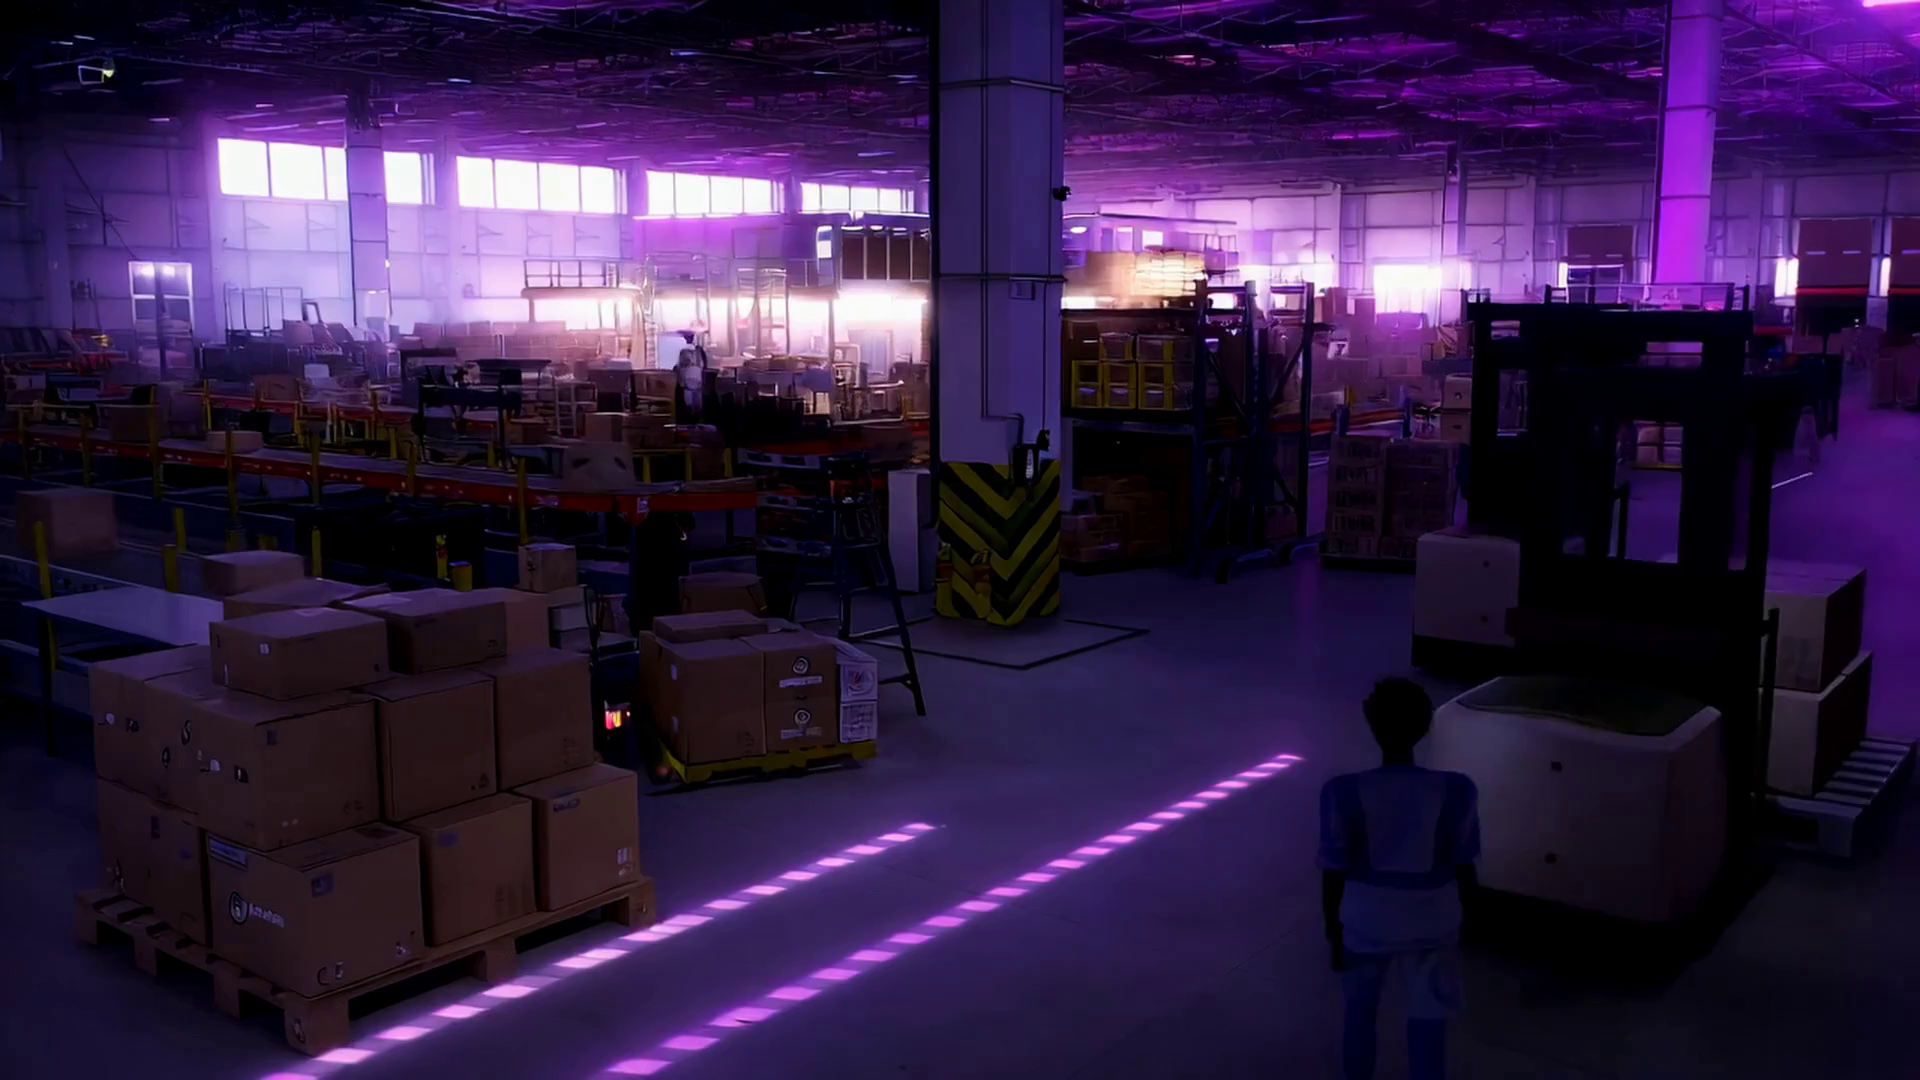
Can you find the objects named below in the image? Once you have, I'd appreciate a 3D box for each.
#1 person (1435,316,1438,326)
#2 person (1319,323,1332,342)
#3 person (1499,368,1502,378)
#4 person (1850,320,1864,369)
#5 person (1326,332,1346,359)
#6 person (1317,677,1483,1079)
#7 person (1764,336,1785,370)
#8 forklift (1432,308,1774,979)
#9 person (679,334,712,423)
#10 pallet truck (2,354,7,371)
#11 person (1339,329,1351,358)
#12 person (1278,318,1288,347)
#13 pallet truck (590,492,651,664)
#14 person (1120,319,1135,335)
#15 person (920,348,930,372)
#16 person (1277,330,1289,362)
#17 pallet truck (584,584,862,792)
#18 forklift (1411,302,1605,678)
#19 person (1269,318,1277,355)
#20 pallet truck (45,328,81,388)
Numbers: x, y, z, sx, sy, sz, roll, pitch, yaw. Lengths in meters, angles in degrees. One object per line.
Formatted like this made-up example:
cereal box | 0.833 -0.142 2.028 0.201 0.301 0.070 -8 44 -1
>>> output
person | 22.998 -9.874 80.124 0.976 1.789 0.640 -3 9 -18
person | 13.105 -6.815 59.387 0.965 1.815 0.557 -7 11 -39
person | 13.164 -3.954 40.153 0.607 1.806 0.598 -8 11 -42
person | 34.483 -7.501 63.808 0.601 1.879 0.600 -7 11 -39
person | 9.805 -4.521 43.709 0.498 1.886 0.652 -3 9 -18
person | 1.426 1.272 5.405 0.531 1.662 0.838 2 9 10
person | 20.536 -4.199 41.777 0.962 1.821 0.540 -3 9 -18
forklift | 3.020 0.333 7.653 1.129 2.768 1.873 6 11 37
person | -5.980 -3.623 37.386 0.622 1.986 1.091 -6 10 -33
pallet truck | -24.881 -4.417 42.634 1.885 1.965 0.823 8 11 41
person | 10.526 -4.829 45.687 0.555 1.920 0.572 -8 12 -44
person | 15.323 -9.816 79.228 0.620 1.943 0.412 -3 9 -19
pallet truck | -3.115 0.344 12.883 0.653 1.274 1.630 7 11 37
person | 6.291 -7.369 62.643 0.606 1.966 0.367 2 9 15
person | -1.007 -7.115 61.487 0.949 1.792 0.522 1 8 6
person | 10.243 -5.739 52.356 0.612 1.752 0.527 7 11 41
pallet truck | -1.426 0.805 10.019 1.601 1.201 0.680 -4 9 -26
forklift | 4.379 -0.438 12.852 1.129 2.768 1.873 7 11 37
person | 14.412 -9.344 76.704 0.299 1.745 0.483 -2 9 -16
pallet truck | -23.775 -4.544 43.495 1.885 1.965 0.823 6 10 35
